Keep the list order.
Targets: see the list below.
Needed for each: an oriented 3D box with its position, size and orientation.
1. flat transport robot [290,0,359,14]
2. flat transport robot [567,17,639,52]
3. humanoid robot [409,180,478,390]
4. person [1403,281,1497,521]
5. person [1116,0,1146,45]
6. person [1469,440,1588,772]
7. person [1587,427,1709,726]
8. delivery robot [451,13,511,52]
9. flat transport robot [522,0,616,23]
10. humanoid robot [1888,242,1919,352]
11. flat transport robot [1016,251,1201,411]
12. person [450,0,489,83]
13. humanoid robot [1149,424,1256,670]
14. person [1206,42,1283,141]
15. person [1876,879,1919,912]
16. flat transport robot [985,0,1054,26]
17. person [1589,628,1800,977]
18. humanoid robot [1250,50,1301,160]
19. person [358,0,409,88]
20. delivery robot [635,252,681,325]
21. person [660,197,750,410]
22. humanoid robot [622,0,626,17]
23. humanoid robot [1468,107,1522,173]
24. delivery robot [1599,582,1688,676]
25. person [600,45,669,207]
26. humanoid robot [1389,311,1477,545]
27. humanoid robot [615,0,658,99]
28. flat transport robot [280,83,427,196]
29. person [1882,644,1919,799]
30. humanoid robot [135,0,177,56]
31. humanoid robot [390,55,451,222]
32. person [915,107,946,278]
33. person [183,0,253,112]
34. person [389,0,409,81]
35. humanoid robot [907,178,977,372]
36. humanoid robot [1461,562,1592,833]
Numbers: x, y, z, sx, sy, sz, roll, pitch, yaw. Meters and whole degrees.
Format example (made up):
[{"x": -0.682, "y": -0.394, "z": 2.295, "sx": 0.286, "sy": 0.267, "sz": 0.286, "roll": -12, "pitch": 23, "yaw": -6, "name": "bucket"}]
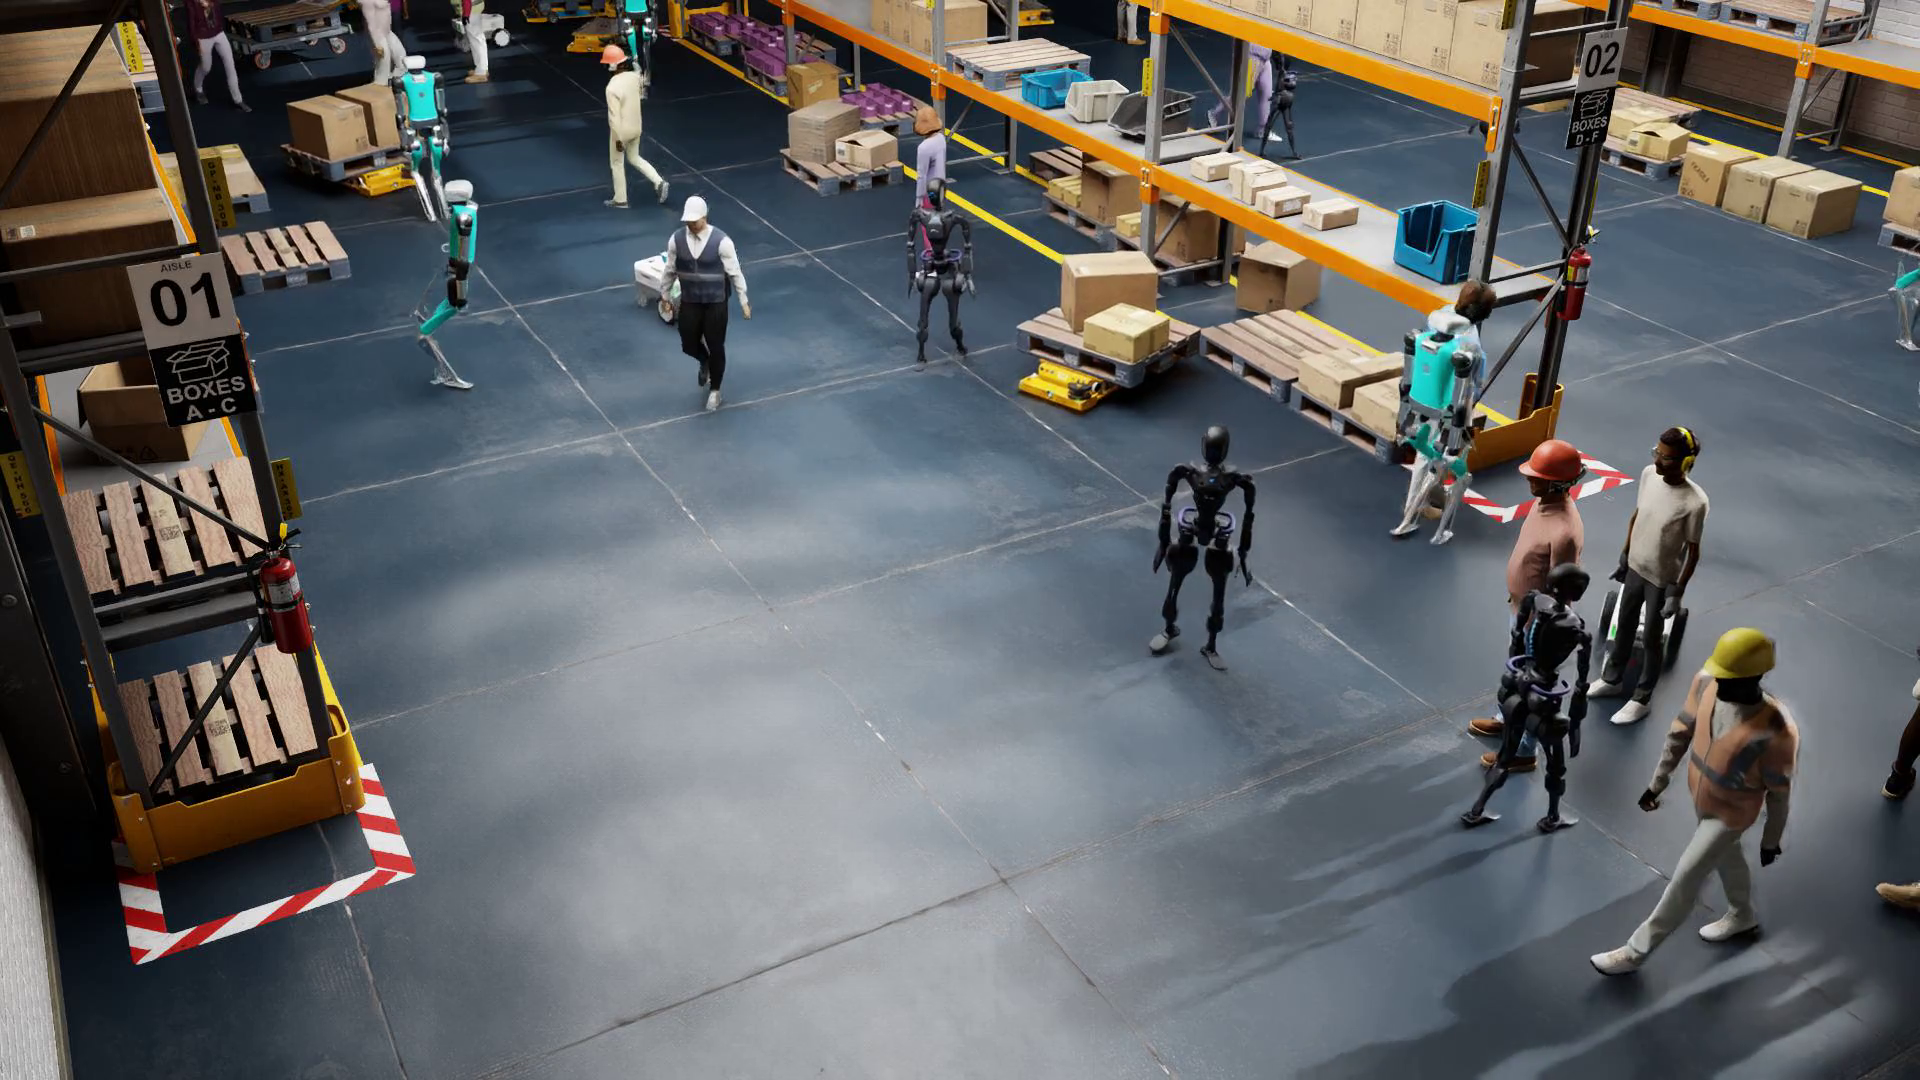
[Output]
[{"x": -9.933, "y": -8.170, "z": 25.633, "sx": 0.659, "sy": 0.231, "sz": 1.431, "roll": 6, "pitch": 30, "yaw": 10, "name": "flat transport robot"}, {"x": -5.188, "y": -7.354, "z": 24.211, "sx": 0.659, "sy": 0.231, "sz": 1.431, "roll": 3, "pitch": 30, "yaw": 5, "name": "flat transport robot"}, {"x": -4.218, "y": -1.999, "z": 13.425, "sx": 0.810, "sy": 1.783, "sz": 0.599, "roll": -10, "pitch": 31, "yaw": -16, "name": "humanoid robot"}, {"x": 3.414, "y": -0.941, "z": 11.492, "sx": 0.524, "sy": 1.818, "sz": 0.656, "roll": 5, "pitch": 30, "yaw": 8, "name": "person"}, {"x": 2.476, "y": -8.107, "z": 23.891, "sx": 0.364, "sy": 1.897, "sz": 0.570, "roll": -13, "pitch": 32, "yaw": -22, "name": "person"}, {"x": 3.110, "y": 0.361, "z": 9.051, "sx": 0.395, "sy": 1.991, "sz": 0.621, "roll": 3, "pitch": 30, "yaw": 5, "name": "person"}, {"x": 3.920, "y": 0.204, "z": 9.448, "sx": 0.332, "sy": 1.872, "sz": 0.509, "roll": -11, "pitch": 32, "yaw": -18, "name": "person"}, {"x": -6.912, "y": -7.356, "z": 23.909, "sx": 0.757, "sy": 0.576, "sz": 0.499, "roll": -18, "pitch": 35, "yaw": -29, "name": "delivery robot"}, {"x": -5.996, "y": -8.180, "z": 25.649, "sx": 1.431, "sy": 0.231, "sz": 0.659, "roll": -10, "pitch": 31, "yaw": -17, "name": "flat transport robot"}, {"x": 8.384, "y": -2.453, "z": 14.282, "sx": 0.559, "sy": 1.847, "sz": 0.764, "roll": -4, "pitch": 30, "yaw": -7, "name": "humanoid robot"}, {"x": 1.199, "y": -1.471, "z": 13.971, "sx": 0.659, "sy": 0.231, "sz": 1.431, "roll": 24, "pitch": 37, "yaw": 35, "name": "flat transport robot"}, {"x": -6.525, "y": -7.026, "z": 22.064, "sx": 0.431, "sy": 1.843, "sz": 0.622, "roll": -2, "pitch": 30, "yaw": -4, "name": "person"}, {"x": 1.466, "y": 0.018, "z": 9.972, "sx": 0.595, "sy": 1.647, "sz": 0.416, "roll": 6, "pitch": 30, "yaw": 10, "name": "humanoid robot"}, {"x": 3.430, "y": -5.682, "z": 19.703, "sx": 0.873, "sy": 1.875, "sz": 0.648, "roll": 17, "pitch": 34, "yaw": 28, "name": "person"}, {"x": 5.042, "y": 1.043, "z": 8.022, "sx": 0.784, "sy": 1.841, "sz": 0.480, "roll": -7, "pitch": 31, "yaw": -12, "name": "person"}, {"x": 0.898, "y": -8.149, "z": 25.596, "sx": 0.659, "sy": 0.231, "sz": 1.431, "roll": -9, "pitch": 31, "yaw": -15, "name": "flat transport robot"}, {"x": 3.496, "y": 1.200, "z": 7.711, "sx": 1.025, "sy": 1.861, "sz": 0.588, "roll": -7, "pitch": 31, "yaw": -12, "name": "person"}, {"x": 3.640, "y": -5.154, "z": 18.980, "sx": 0.638, "sy": 1.635, "sz": 0.595, "roll": 7, "pitch": 31, "yaw": 12, "name": "humanoid robot"}, {"x": -7.054, "y": -6.157, "z": 20.471, "sx": 0.551, "sy": 1.918, "sz": 0.653, "roll": 3, "pitch": 30, "yaw": 5, "name": "person"}, {"x": -2.630, "y": -2.316, "z": 15.173, "sx": 0.815, "sy": 0.612, "sz": 0.499, "roll": 26, "pitch": 39, "yaw": 38, "name": "delivery robot"}, {"x": -2.024, "y": -1.904, "z": 13.245, "sx": 0.745, "sy": 1.744, "sz": 0.489, "roll": 3, "pitch": 30, "yaw": 6, "name": "person"}, {"x": -4.991, "y": -8.512, "z": 24.723, "sx": 0.533, "sy": 1.749, "sz": 0.756, "roll": 6, "pitch": 30, "yaw": 10, "name": "humanoid robot"}, {"x": 5.809, "y": -4.607, "z": 18.047, "sx": 0.616, "sy": 1.626, "sz": 0.715, "roll": -10, "pitch": 31, "yaw": -17, "name": "humanoid robot"}, {"x": 4.208, "y": 0.502, "z": 10.250, "sx": 0.499, "sy": 0.596, "sz": 0.787, "roll": 14, "pitch": 33, "yaw": 23, "name": "delivery robot"}, {"x": -3.477, "y": -4.324, "z": 17.463, "sx": 0.650, "sy": 1.726, "sz": 0.562, "roll": 14, "pitch": 33, "yaw": 22, "name": "person"}, {"x": 3.302, "y": -0.748, "z": 11.239, "sx": 0.732, "sy": 1.796, "sz": 0.542, "roll": -20, "pitch": 35, "yaw": -30, "name": "humanoid robot"}, {"x": -4.186, "y": -6.691, "z": 21.627, "sx": 0.530, "sy": 1.770, "sz": 0.995, "roll": -5, "pitch": 30, "yaw": -9, "name": "humanoid robot"}, {"x": -6.742, "y": -4.145, "z": 18.625, "sx": 1.431, "sy": 0.231, "sz": 0.659, "roll": 22, "pitch": 37, "yaw": 34, "name": "flat transport robot"}, {"x": 5.316, "y": 0.616, "z": 8.657, "sx": 0.388, "sy": 1.951, "sz": 0.610, "roll": -25, "pitch": 38, "yaw": -36, "name": "person"}, {"x": -10.781, "y": -6.936, "z": 22.130, "sx": 0.586, "sy": 1.630, "sz": 0.821, "roll": -14, "pitch": 33, "yaw": -22, "name": "humanoid robot"}, {"x": -5.548, "y": -4.102, "z": 17.128, "sx": 0.539, "sy": 1.844, "sz": 0.692, "roll": -17, "pitch": 34, "yaw": -27, "name": "humanoid robot"}, {"x": -0.279, "y": -3.287, "z": 15.764, "sx": 0.292, "sy": 1.625, "sz": 0.503, "roll": 12, "pitch": 32, "yaw": 20, "name": "person"}, {"x": -9.456, "y": -6.364, "z": 20.845, "sx": 0.928, "sy": 1.915, "sz": 0.490, "roll": 19, "pitch": 35, "yaw": 29, "name": "person"}, {"x": -7.665, "y": -7.130, "z": 22.281, "sx": 0.497, "sy": 1.797, "sz": 0.930, "roll": -12, "pitch": 32, "yaw": -20, "name": "person"}, {"x": -0.143, "y": -2.222, "z": 13.890, "sx": 0.602, "sy": 1.648, "sz": 0.411, "roll": 7, "pitch": 31, "yaw": 13, "name": "humanoid robot"}, {"x": 3.013, "y": 0.805, "z": 8.624, "sx": 0.613, "sy": 1.643, "sz": 0.589, "roll": -12, "pitch": 32, "yaw": -20, "name": "humanoid robot"}]
